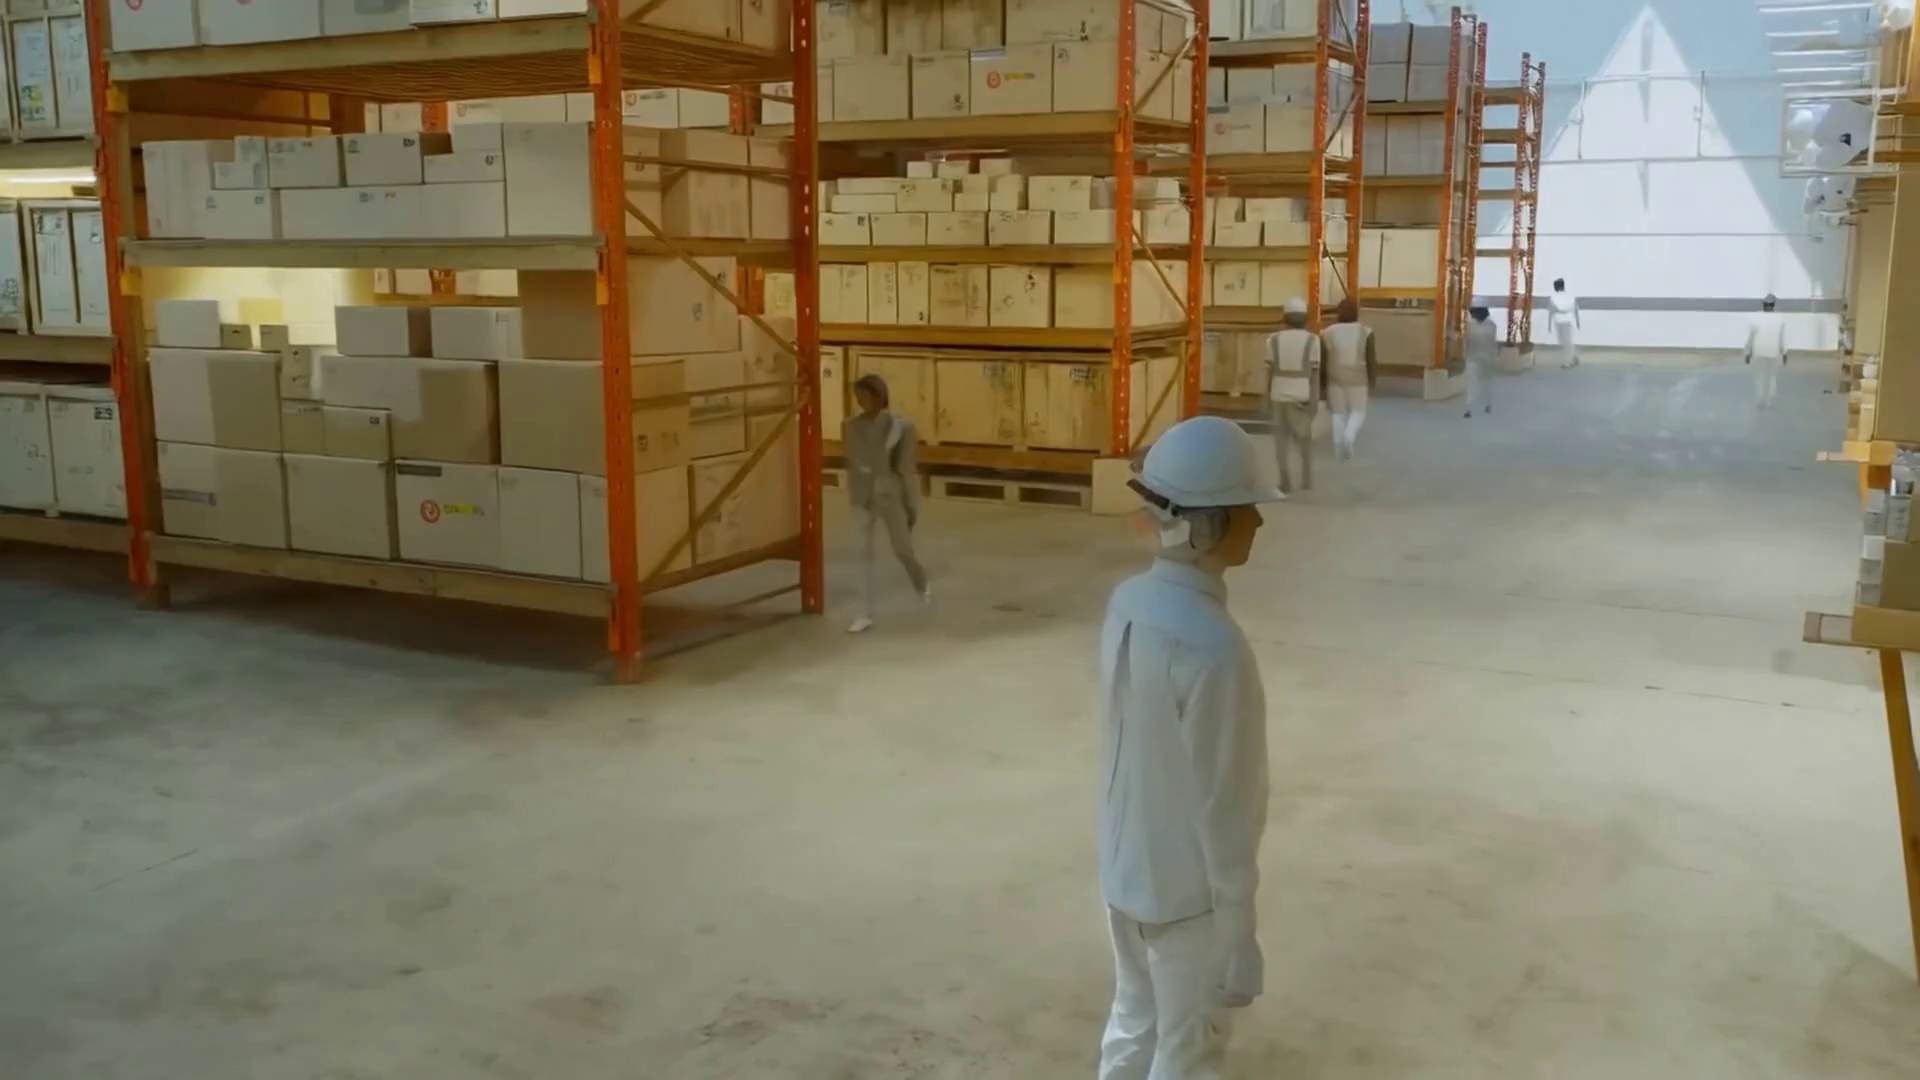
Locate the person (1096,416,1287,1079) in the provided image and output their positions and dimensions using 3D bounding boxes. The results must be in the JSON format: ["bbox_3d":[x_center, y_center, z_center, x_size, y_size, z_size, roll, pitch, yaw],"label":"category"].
[{"bbox_3d":[0.490,0.730,3.578,0.383,1.996,0.609,-3,10,-15],"label":"person"}]

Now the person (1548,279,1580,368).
[{"bbox_3d":[12.251,-4.377,33.711,0.613,1.799,0.648,-2,10,-9],"label":"person"}]

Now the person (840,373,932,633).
[{"bbox_3d":[-0.474,-0.263,10.488,0.518,1.602,0.824,3,10,18],"label":"person"}]

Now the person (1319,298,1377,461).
[{"bbox_3d":[4.308,-1.771,18.539,0.647,1.828,0.523,5,11,28],"label":"person"}]

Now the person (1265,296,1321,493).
[{"bbox_3d":[3.245,-1.411,16.204,0.558,1.911,0.477,4,11,22],"label":"person"}]

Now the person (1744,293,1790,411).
[{"bbox_3d":[12.020,-2.806,24.793,0.597,1.727,0.692,4,11,24],"label":"person"}]

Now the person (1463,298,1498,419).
[{"bbox_3d":[7.383,-2.583,23.578,0.491,1.710,0.858,7,12,34],"label":"person"}]
